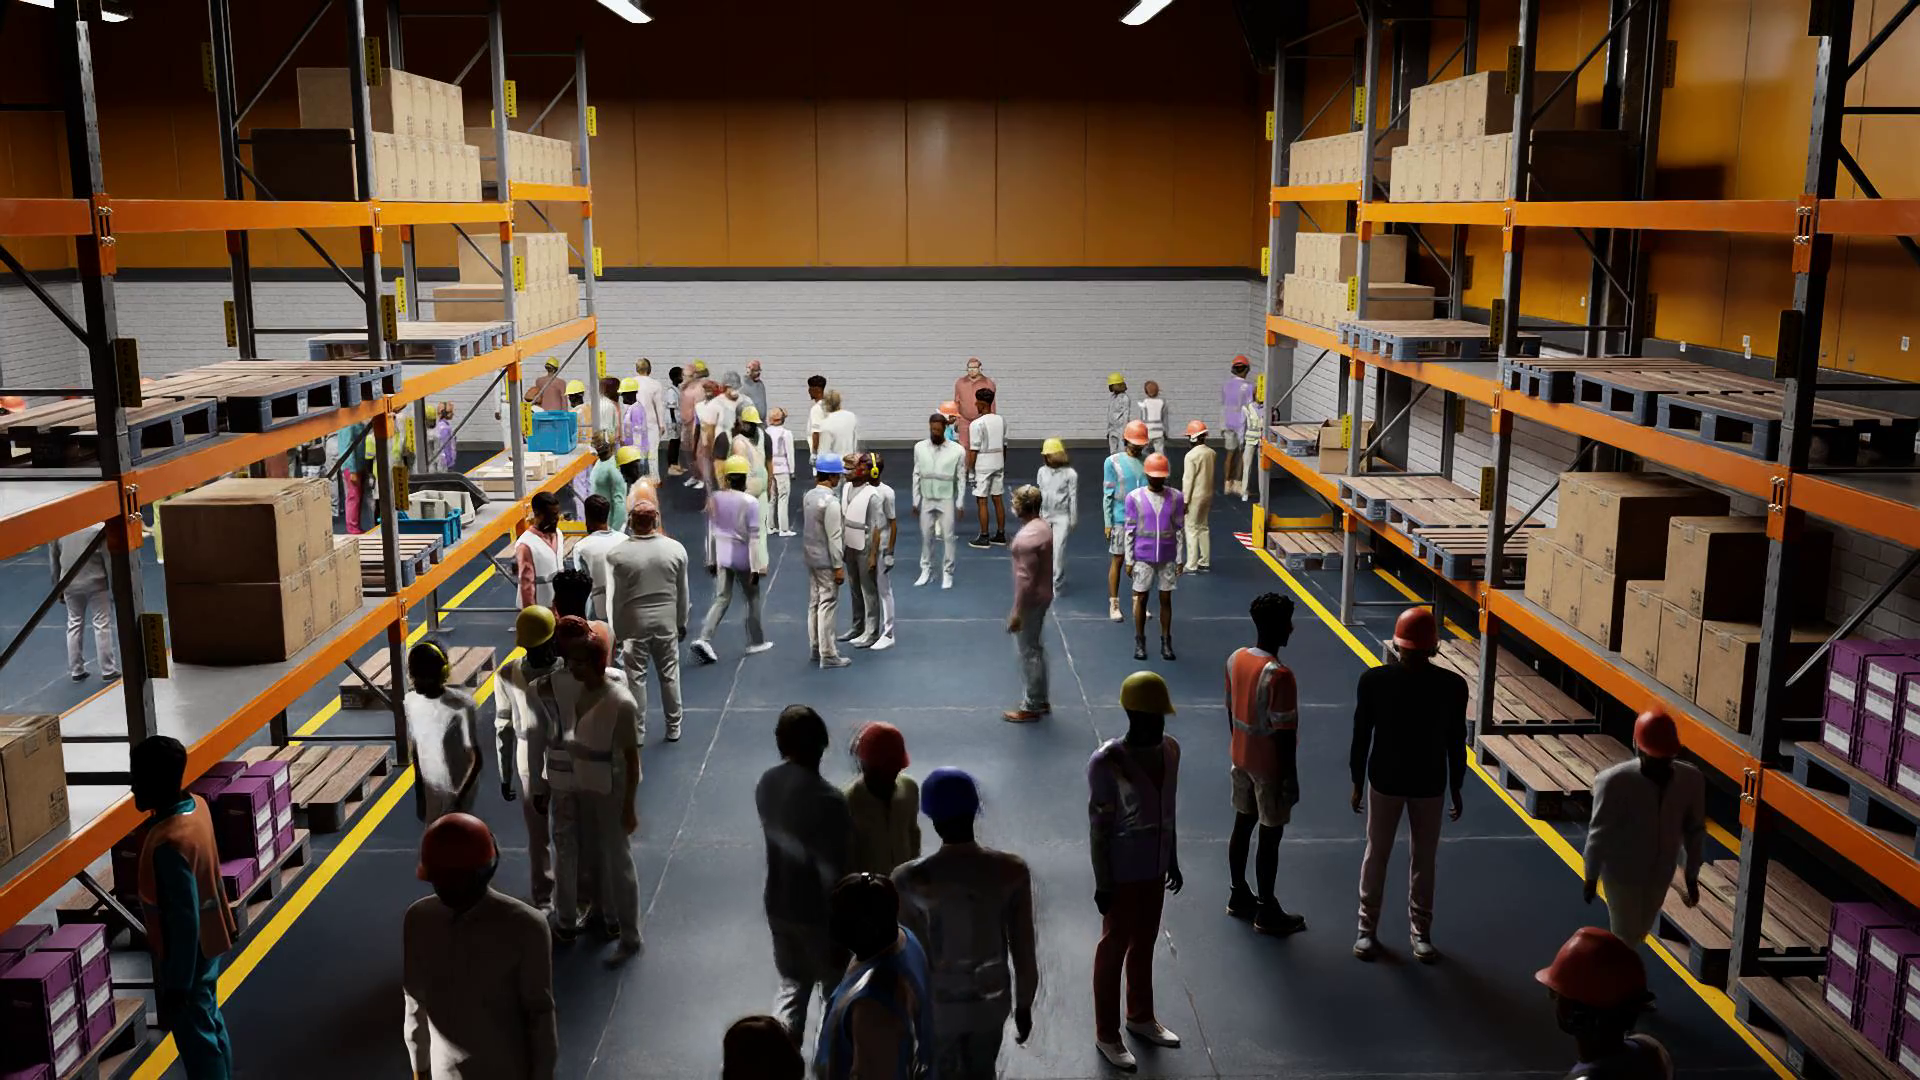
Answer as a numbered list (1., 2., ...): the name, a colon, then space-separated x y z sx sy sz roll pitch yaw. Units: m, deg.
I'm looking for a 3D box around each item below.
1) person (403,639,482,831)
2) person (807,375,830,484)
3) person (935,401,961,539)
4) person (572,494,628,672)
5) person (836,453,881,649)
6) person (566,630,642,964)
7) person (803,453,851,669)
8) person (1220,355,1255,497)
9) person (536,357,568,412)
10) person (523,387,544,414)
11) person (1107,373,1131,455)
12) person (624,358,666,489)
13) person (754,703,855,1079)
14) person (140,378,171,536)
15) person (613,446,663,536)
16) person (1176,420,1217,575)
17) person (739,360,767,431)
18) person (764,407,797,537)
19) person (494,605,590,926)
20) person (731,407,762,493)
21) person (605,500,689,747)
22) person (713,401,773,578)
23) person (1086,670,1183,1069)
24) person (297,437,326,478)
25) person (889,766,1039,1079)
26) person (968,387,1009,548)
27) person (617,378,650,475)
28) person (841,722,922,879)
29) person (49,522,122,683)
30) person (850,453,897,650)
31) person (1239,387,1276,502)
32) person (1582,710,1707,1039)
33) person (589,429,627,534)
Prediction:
1. person: -2.802 1.414 9.095 0.532 1.826 0.557 6 13 28
2. person: -1.824 -1.190 21.832 0.378 1.956 0.606 2 12 12
3. person: -0.168 -0.871 20.764 0.354 1.738 0.573 -2 11 -8
4. person: -2.781 0.592 13.015 0.409 1.907 0.598 7 13 31
5. person: -0.922 0.092 15.659 0.374 1.843 0.569 -7 13 -33
6. person: -1.987 1.377 9.243 0.567 1.842 0.404 10 15 40
7. person: -1.200 0.183 14.977 0.420 1.939 0.607 -6 13 -26
8. person: 4.002 -1.641 23.908 0.516 2.017 0.663 -9 14 -38
9. person: -6.514 -2.042 26.606 0.532 1.754 0.342 2 11 10
10. person: -5.964 -1.343 23.391 0.499 1.633 0.283 9 14 37
11. person: 2.295 -1.580 24.341 0.324 1.731 0.491 -7 13 -30
12. person: -4.619 -1.703 24.430 0.635 1.939 0.367 3 12 13
13. person: -0.706 1.688 7.518 0.459 1.907 0.671 -10 15 -42
14. person: -10.165 -1.046 20.991 0.381 1.994 0.622 -10 15 -40
15. person: -2.958 0.033 15.848 0.637 1.891 0.624 -2 11 -11
16. person: 2.672 -0.485 18.823 0.348 1.740 0.574 9 14 38
17. person: -3.049 -1.722 24.640 0.399 1.897 0.648 5 13 25
18. person: -2.289 -0.853 20.934 0.517 1.630 0.321 9 14 38
19. person: -2.346 1.294 9.480 0.592 1.911 0.398 0 11 -1
20. person: -2.402 -0.560 18.733 0.381 1.923 0.591 0 11 0
21. person: -2.400 0.638 12.771 0.641 1.908 0.407 -5 12 -25
22. person: -2.426 -0.624 18.760 0.683 2.000 1.080 -2 12 -12
23. person: 0.862 1.566 8.057 0.586 1.930 0.359 -10 15 -41
24. person: -8.381 -0.993 21.498 0.320 1.694 0.534 0 11 -1
25. person: -0.033 1.835 6.701 0.631 1.925 0.543 -4 12 -20
26. person: 0.332 -0.881 20.277 0.611 1.958 0.368 -10 15 -42
27. person: -4.282 -1.178 21.863 0.391 1.918 0.591 -3 12 -13
28. person: -0.364 1.693 7.909 0.582 1.731 0.450 -9 15 -39
29. person: -7.603 0.375 14.492 0.565 1.745 0.349 0 11 -2
30. person: -0.792 0.100 15.577 0.335 1.865 0.519 -9 14 -37
31. person: 4.187 -1.357 23.434 0.514 1.645 0.309 0 11 -1
32. person: 3.384 1.638 8.272 0.584 1.713 0.626 -2 11 -10
33. person: -3.516 -0.150 16.640 0.371 1.941 0.627 -6 13 -29
